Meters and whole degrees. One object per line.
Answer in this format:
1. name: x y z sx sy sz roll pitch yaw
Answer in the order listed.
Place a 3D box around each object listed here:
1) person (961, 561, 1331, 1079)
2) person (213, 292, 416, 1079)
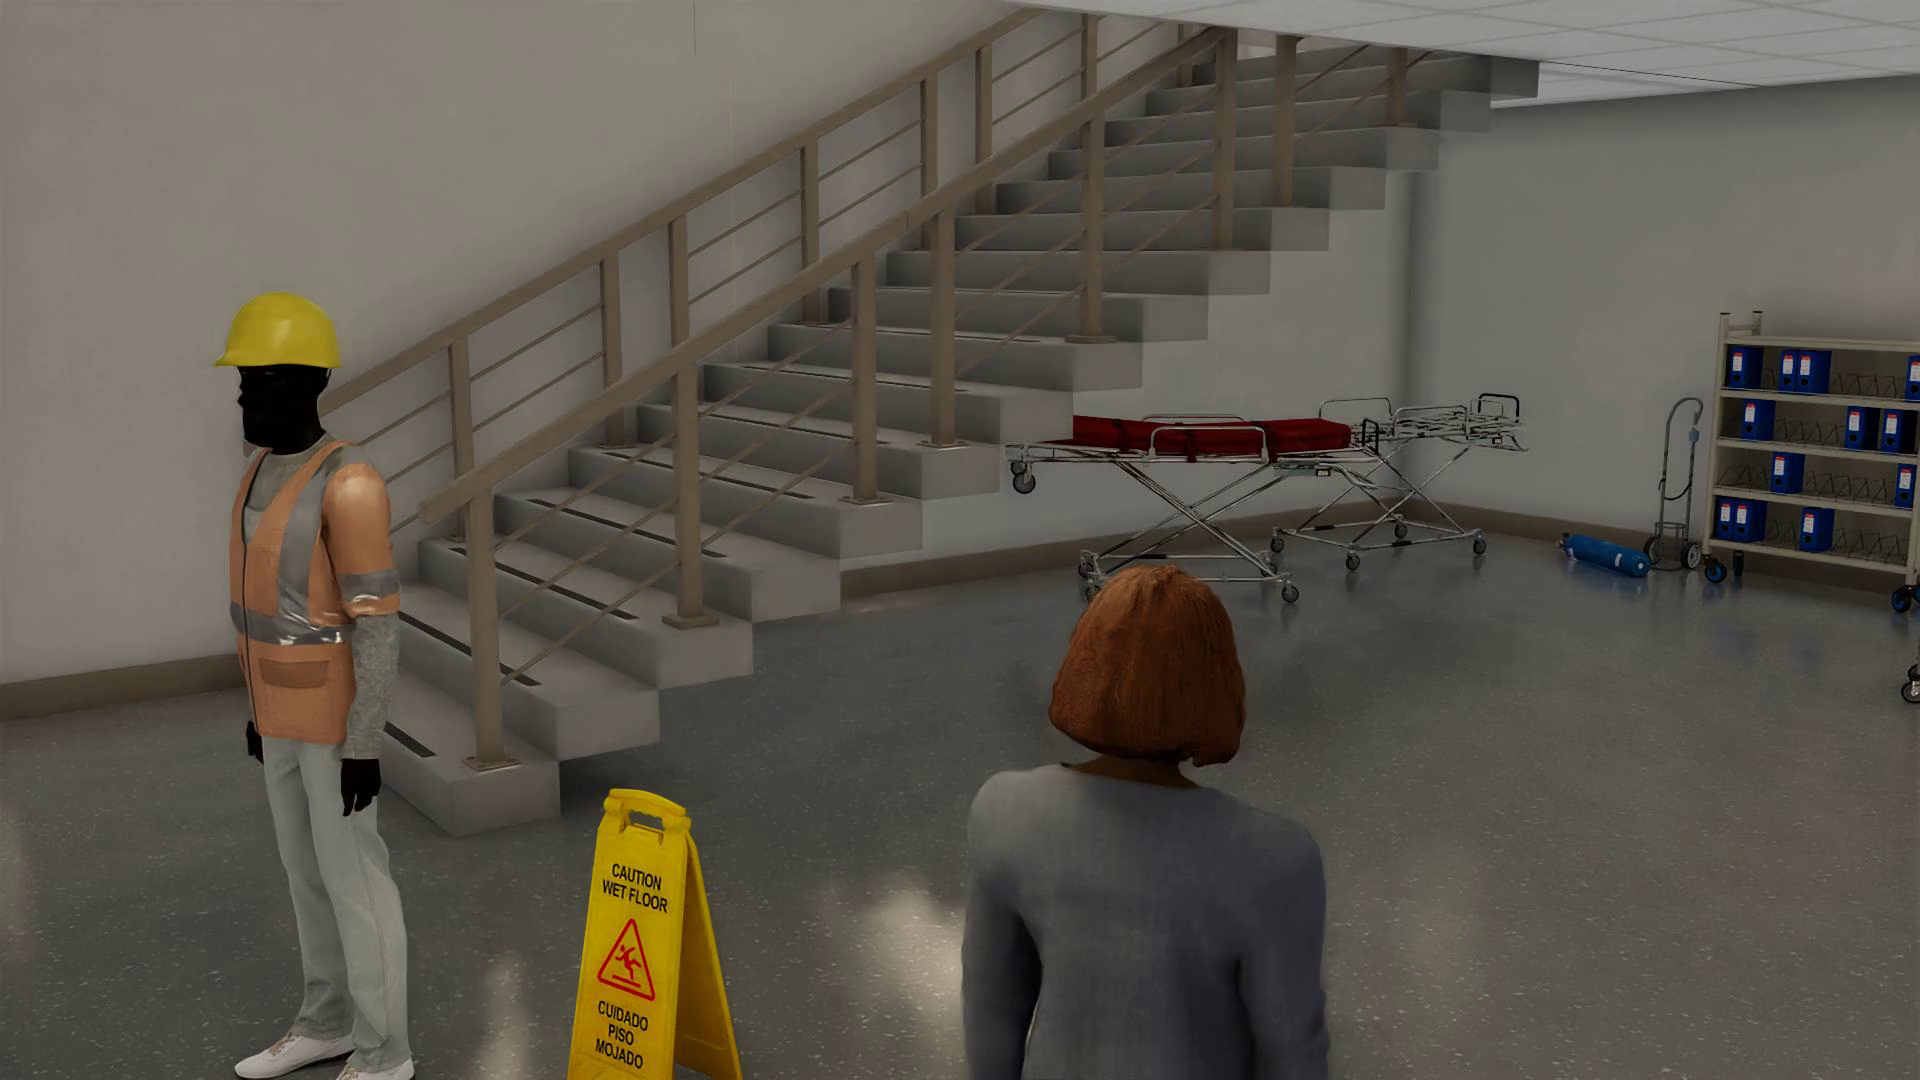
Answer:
1. person: 0.235 0.838 2.193 0.502 1.632 0.279 6 12 31
2. person: -1.522 0.392 3.903 0.594 1.929 0.352 9 14 43
